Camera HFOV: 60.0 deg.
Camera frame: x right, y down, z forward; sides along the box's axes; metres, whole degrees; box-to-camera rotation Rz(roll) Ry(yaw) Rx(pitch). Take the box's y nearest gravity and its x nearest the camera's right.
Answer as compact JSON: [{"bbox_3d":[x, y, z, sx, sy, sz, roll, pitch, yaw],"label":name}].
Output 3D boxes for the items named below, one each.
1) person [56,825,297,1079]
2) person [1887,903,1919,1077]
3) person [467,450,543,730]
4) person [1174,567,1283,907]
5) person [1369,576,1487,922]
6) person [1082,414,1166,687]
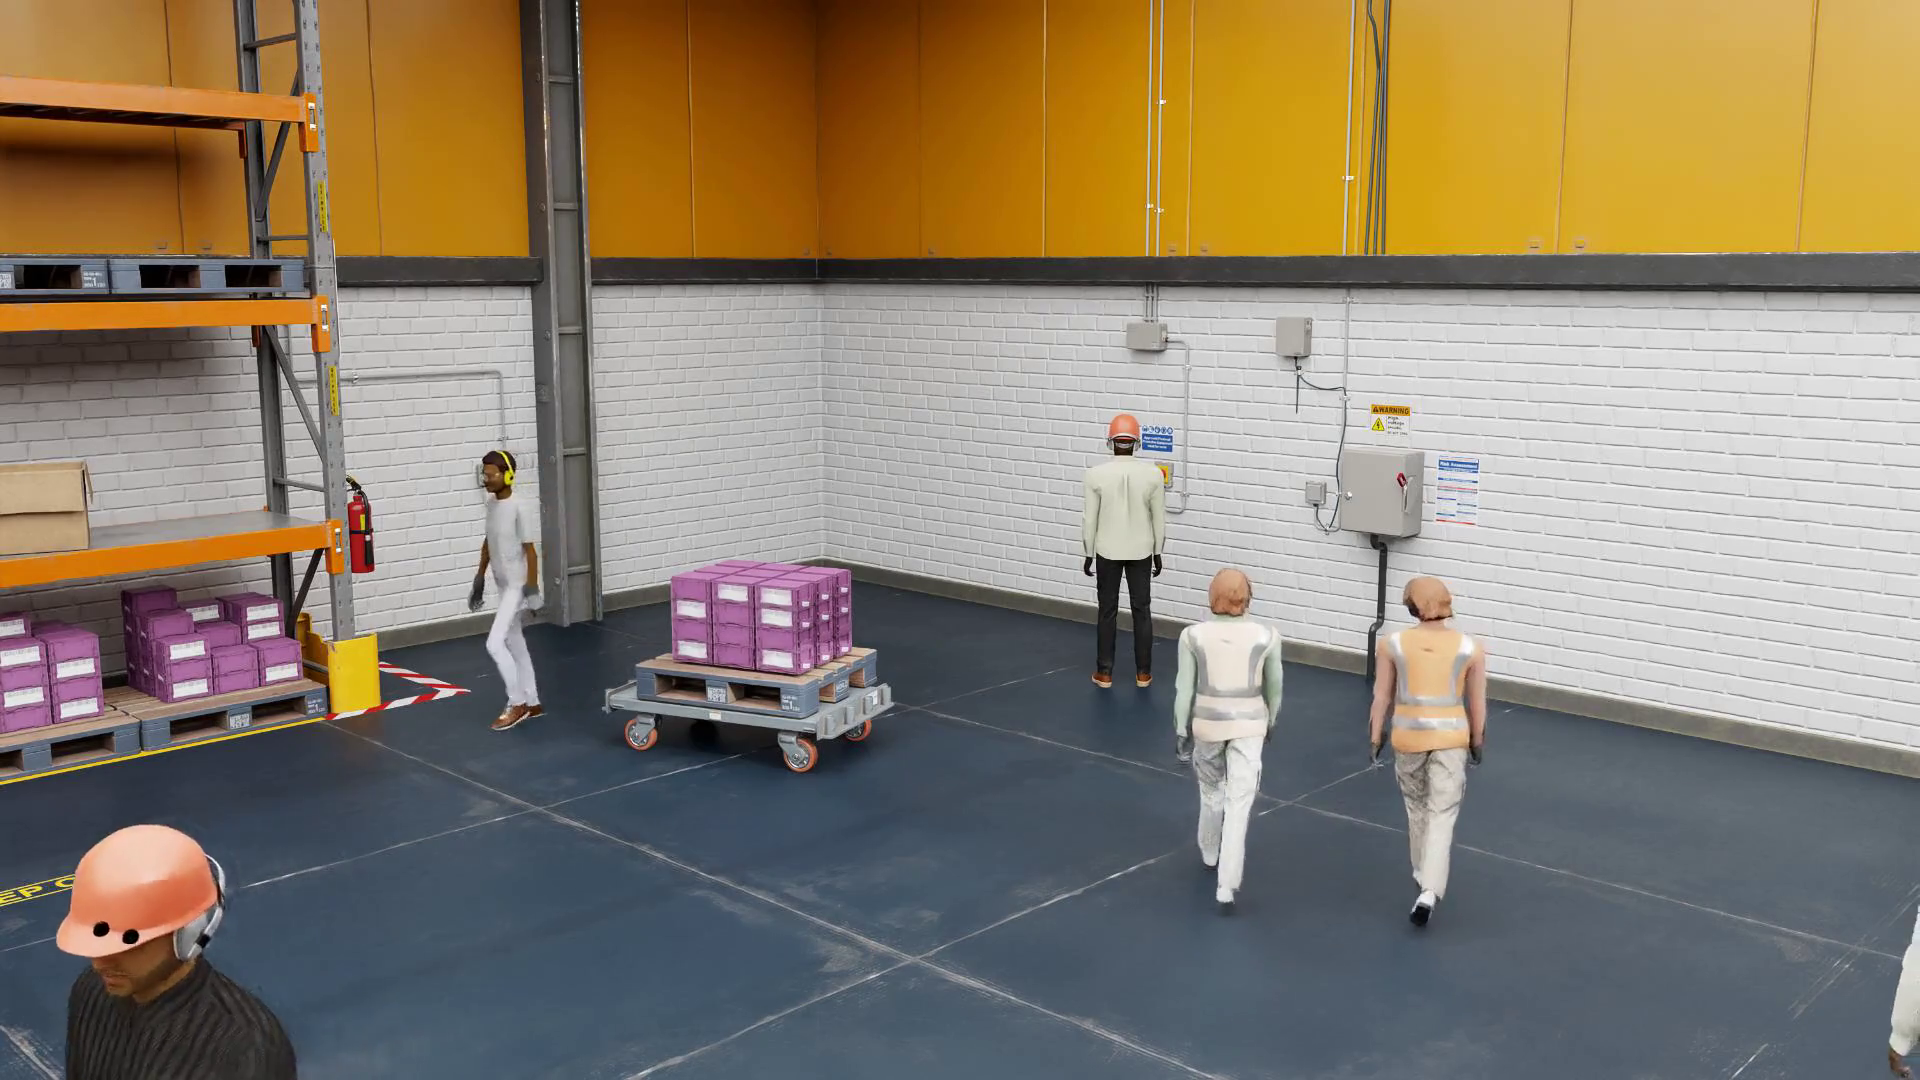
[{"bbox_3d":[-1.557,1.494,3.497,0.628,1.964,0.769,6,11,32],"label":"person"},{"bbox_3d":[2.937,1.420,4.695,0.538,1.712,0.899,2,9,10],"label":"person"},{"bbox_3d":[-3.046,0.327,11.031,0.582,1.849,0.511,-7,12,-37],"label":"person"},{"bbox_3d":[1.301,0.936,8.080,0.509,1.596,0.858,3,10,15],"label":"person"},{"bbox_3d":[2.201,0.969,7.852,0.539,1.598,0.810,3,10,20],"label":"person"},{"bbox_3d":[1.185,0.083,12.058,0.609,1.995,0.376,0,9,-2],"label":"person"}]
